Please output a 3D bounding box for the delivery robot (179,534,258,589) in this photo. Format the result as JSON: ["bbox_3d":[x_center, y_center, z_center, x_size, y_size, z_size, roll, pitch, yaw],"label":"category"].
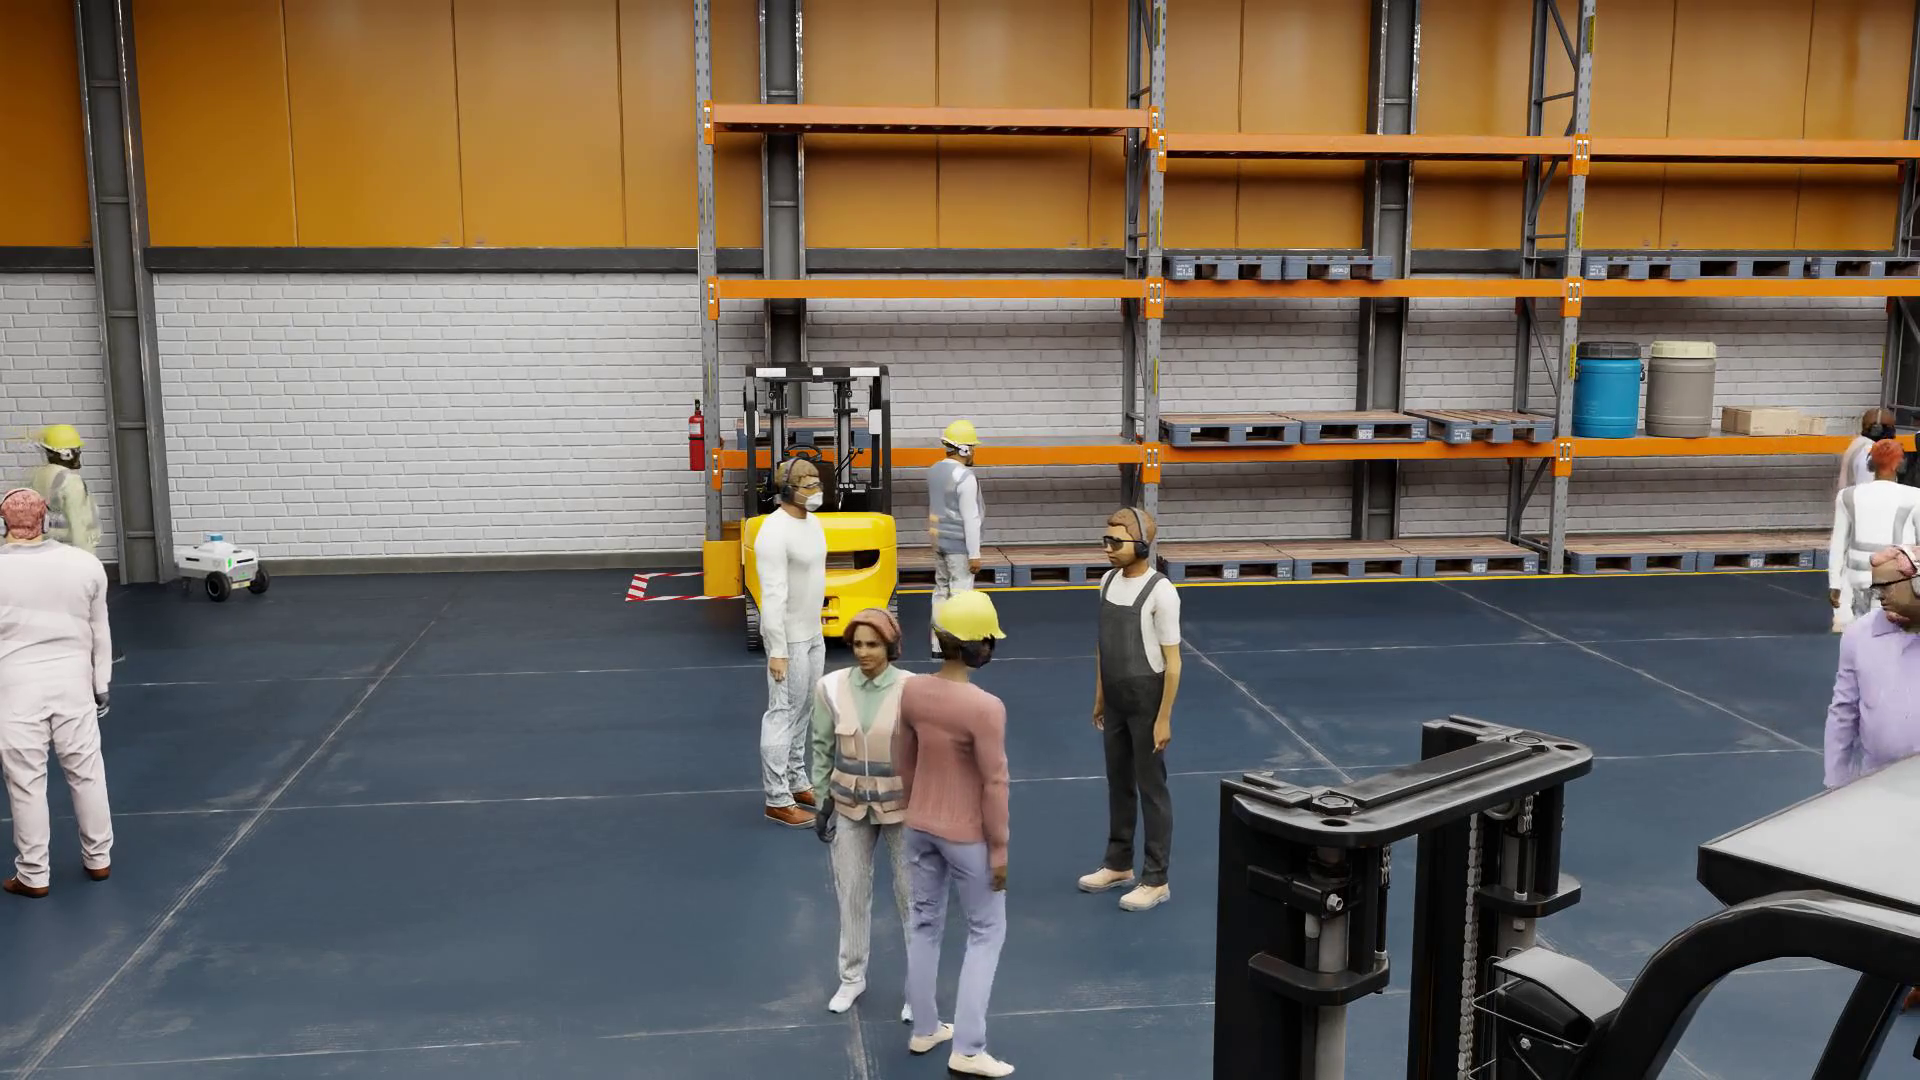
[{"bbox_3d":[-6.637,0.189,14.875,0.707,0.478,0.477,5,10,27],"label":"delivery robot"}]

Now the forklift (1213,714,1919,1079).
[{"bbox_3d":[1.441,1.425,2.350,1.214,2.155,2.313,-7,12,-39],"label":"forklift"}]

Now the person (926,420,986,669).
[{"bbox_3d":[-0.010,0.036,12.174,0.403,1.823,0.590,-5,10,-28],"label":"person"}]

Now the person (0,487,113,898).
[{"bbox_3d":[-4.295,0.703,7.748,0.399,1.909,0.642,8,12,41],"label":"person"}]

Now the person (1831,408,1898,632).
[{"bbox_3d":[7.288,-0.133,13.216,0.596,1.823,0.660,3,10,18],"label":"person"}]

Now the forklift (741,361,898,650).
[{"bbox_3d":[-1.154,-0.340,13.365,1.214,2.155,2.313,-1,9,-7],"label":"forklift"}]

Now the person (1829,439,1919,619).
[{"bbox_3d":[5.934,0.265,10.744,0.999,1.838,0.591,-7,12,-38],"label":"person"}]

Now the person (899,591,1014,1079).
[{"bbox_3d":[-0.009,1.058,6.046,0.552,1.761,0.354,9,13,44],"label":"person"}]

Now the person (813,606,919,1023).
[{"bbox_3d":[-0.312,1.055,6.429,0.514,1.631,0.321,3,10,17],"label":"person"}]

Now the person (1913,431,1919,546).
[{"bbox_3d":[8.371,-0.344,14.244,0.596,1.921,0.386,-4,10,-22],"label":"person"}]

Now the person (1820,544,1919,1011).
[{"bbox_3d":[3.690,0.941,6.405,0.434,1.864,0.699,-7,11,-36],"label":"person"}]

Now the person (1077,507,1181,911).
[{"bbox_3d":[0.789,0.760,7.587,0.342,1.845,0.506,-6,11,-33],"label":"person"}]

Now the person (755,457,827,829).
[{"bbox_3d":[-0.868,0.526,8.757,0.354,1.937,0.635,2,9,15],"label":"person"}]

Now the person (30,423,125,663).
[{"bbox_3d":[-6.529,0.062,12.052,0.599,1.812,0.711,7,11,36],"label":"person"}]
